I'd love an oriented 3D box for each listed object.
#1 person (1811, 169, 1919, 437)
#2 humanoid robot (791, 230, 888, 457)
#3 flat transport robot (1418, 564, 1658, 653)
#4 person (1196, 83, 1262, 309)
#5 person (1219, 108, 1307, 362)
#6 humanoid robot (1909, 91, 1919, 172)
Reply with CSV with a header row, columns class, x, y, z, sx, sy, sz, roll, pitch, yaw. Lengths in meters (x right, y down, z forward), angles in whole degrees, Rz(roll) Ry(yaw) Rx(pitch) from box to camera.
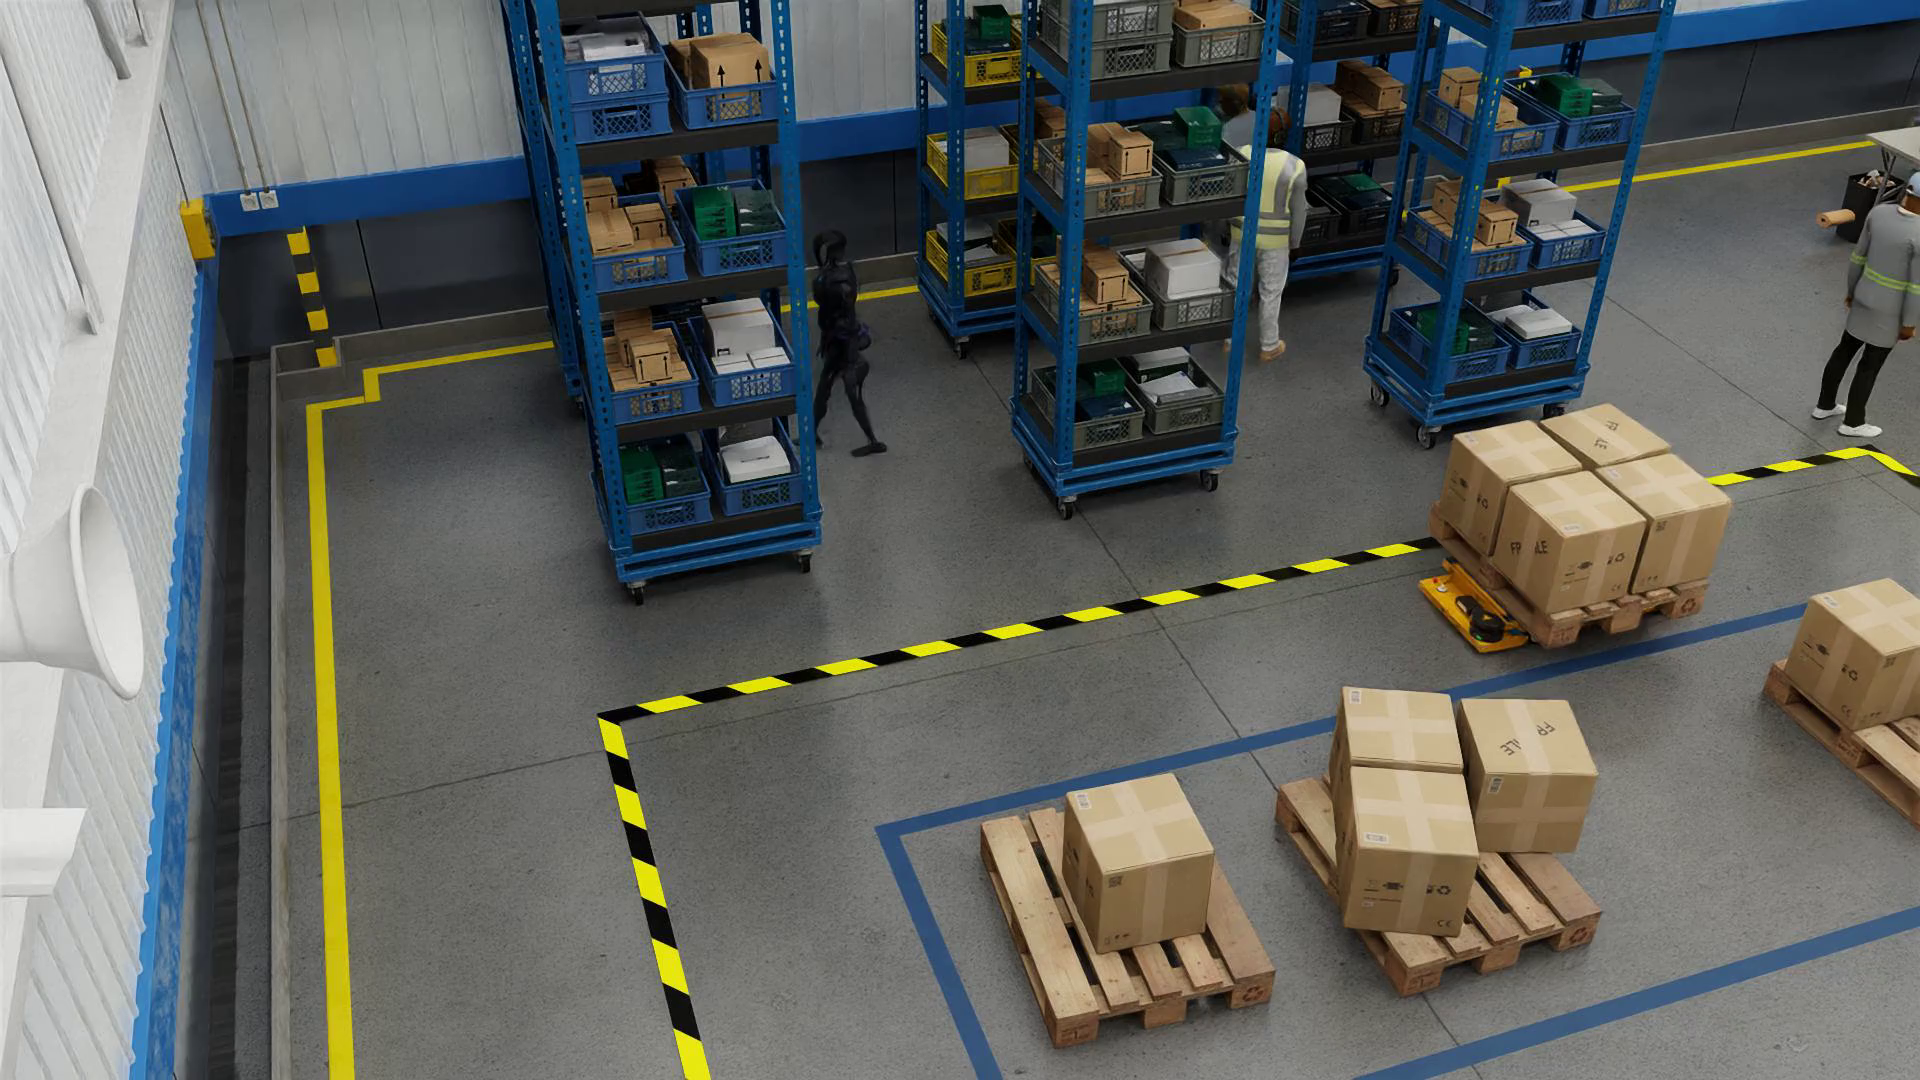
class,x,y,z,sx,sy,sz,roll,pitch,yaw
person,6.047,-1.552,10.882,0.390,1.853,0.587,-9,36,-13
humanoid robot,-0.783,-1.217,10.580,0.621,1.634,0.588,-16,38,-21
flat transport robot,3.471,0.256,9.669,1.431,0.197,0.652,-11,37,-15
person,1.986,-2.451,12.122,0.717,1.905,0.454,-23,41,-29
person,2.124,-2.140,11.728,0.619,1.840,0.431,18,39,24
humanoid robot,8.673,-3.901,14.317,0.885,1.781,0.555,-9,36,-13
